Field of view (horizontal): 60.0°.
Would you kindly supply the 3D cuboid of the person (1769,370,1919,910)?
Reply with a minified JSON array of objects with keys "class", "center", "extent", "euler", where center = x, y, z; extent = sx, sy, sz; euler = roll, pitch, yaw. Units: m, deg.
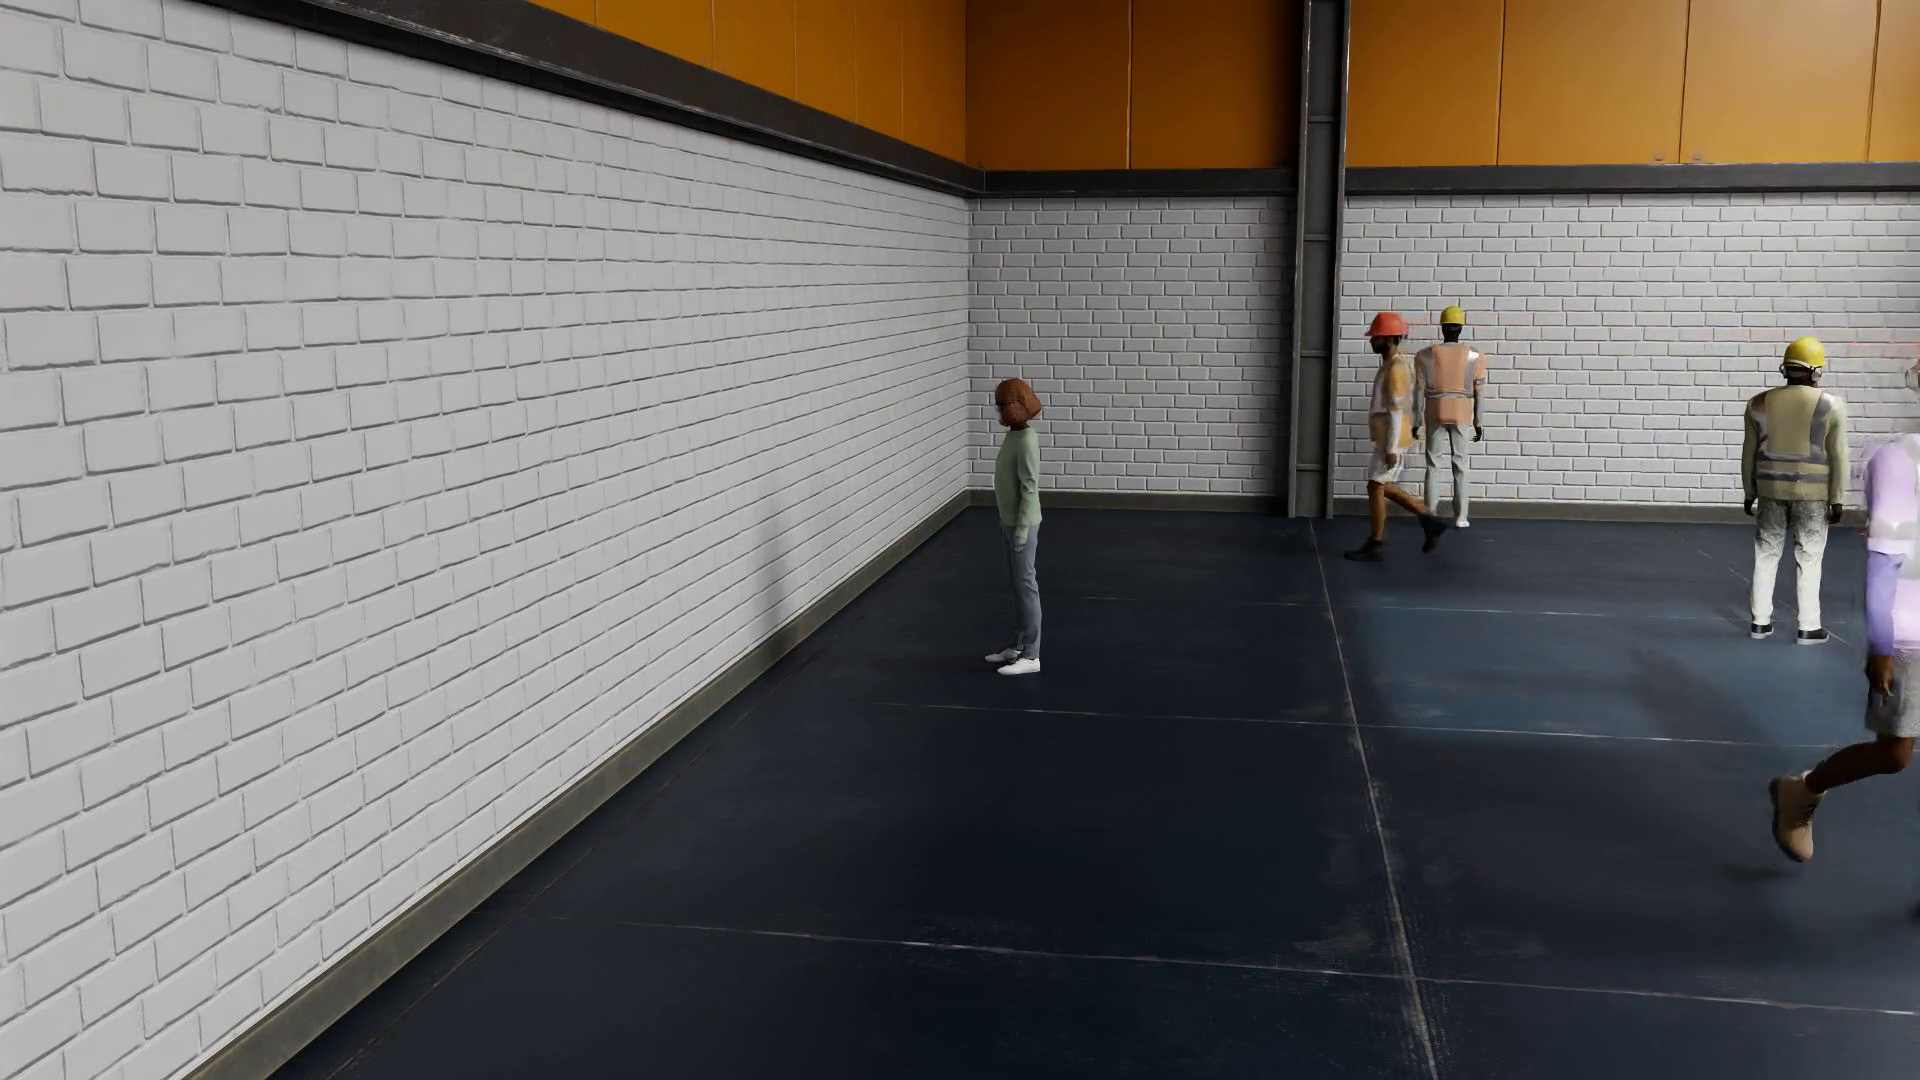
[{"class":"person","center":[3.282,0.289,5.751],"extent":[0.615,2.020,0.780],"euler":[-3,10,-20]}]

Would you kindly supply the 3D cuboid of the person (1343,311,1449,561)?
[{"class":"person","center":[3.339,-0.775,12.662],"extent":[0.695,1.923,0.552],"euler":[2,9,14]}]

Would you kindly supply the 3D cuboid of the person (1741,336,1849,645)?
[{"class":"person","center":[4.992,-0.295,9.953],"extent":[0.589,1.834,0.403],"euler":[9,13,43]}]

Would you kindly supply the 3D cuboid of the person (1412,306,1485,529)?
[{"class":"person","center":[4.211,-1.051,14.365],"extent":[0.595,1.922,0.380],"euler":[2,9,13]}]

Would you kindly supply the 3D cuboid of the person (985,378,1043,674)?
[{"class":"person","center":[0.310,-0.075,9.213],"extent":[0.283,1.633,0.499],"euler":[-1,9,-9]}]
